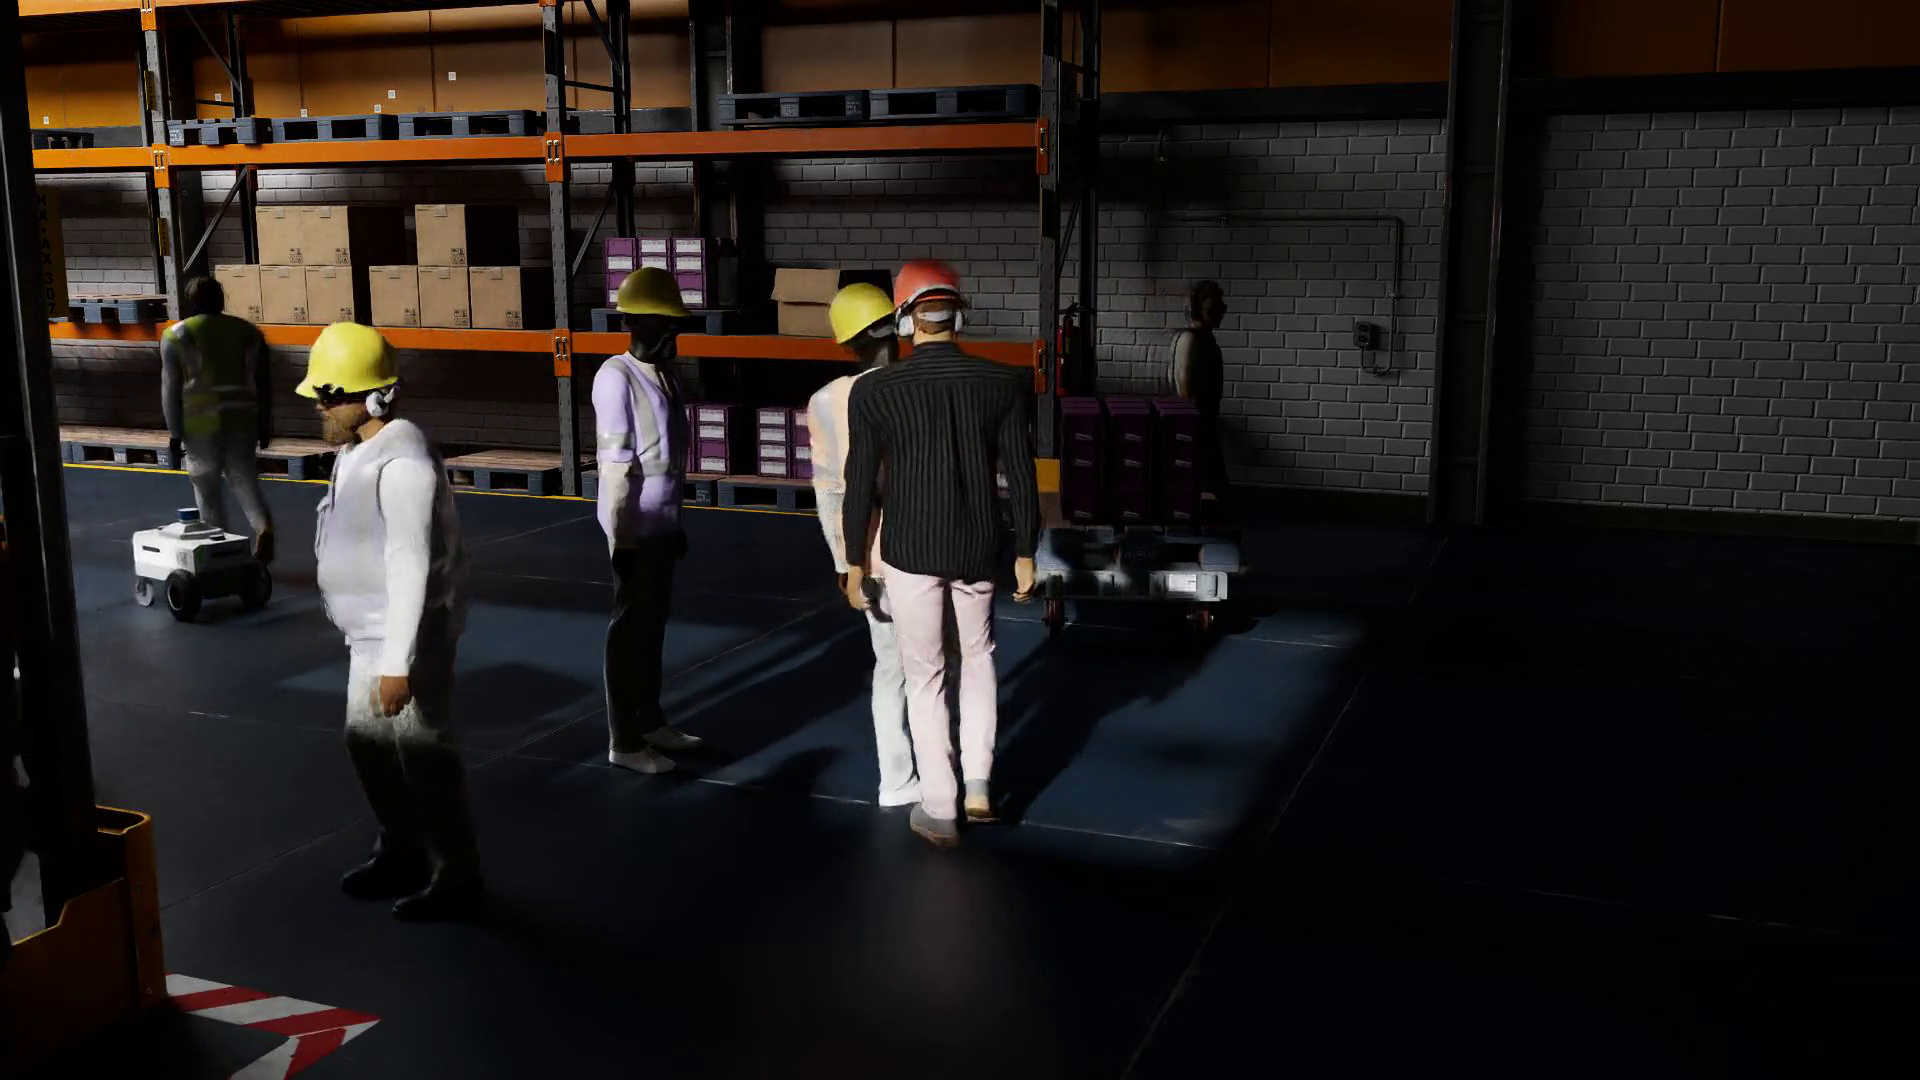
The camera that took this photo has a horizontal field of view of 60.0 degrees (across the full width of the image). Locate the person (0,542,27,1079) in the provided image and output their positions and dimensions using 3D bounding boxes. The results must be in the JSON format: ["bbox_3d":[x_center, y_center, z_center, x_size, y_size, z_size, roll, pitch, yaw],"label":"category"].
[{"bbox_3d":[-1.879,0.563,2.973,0.426,1.877,0.648,-7,12,-35],"label":"person"}]

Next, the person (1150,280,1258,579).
[{"bbox_3d":[1.351,-0.656,9.992,0.834,1.812,0.538,4,11,20],"label":"person"}]

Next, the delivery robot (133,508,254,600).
[{"bbox_3d":[-4.229,0.068,9.161,0.707,0.478,0.477,7,12,35],"label":"delivery robot"}]

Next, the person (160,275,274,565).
[{"bbox_3d":[-4.455,-0.682,10.062,0.640,1.825,0.598,-10,14,-44],"label":"person"}]

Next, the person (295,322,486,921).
[{"bbox_3d":[-1.673,0.264,4.898,0.502,1.791,0.628,-7,12,-33],"label":"person"}]

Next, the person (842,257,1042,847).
[{"bbox_3d":[-0.065,0.043,5.596,0.644,1.967,0.443,-3,10,-14],"label":"person"}]

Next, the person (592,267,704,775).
[{"bbox_3d":[-1.190,-0.079,6.414,0.388,1.926,0.590,2,10,12],"label":"person"}]

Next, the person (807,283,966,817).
[{"bbox_3d":[-0.208,0.058,5.809,0.639,1.881,0.450,5,11,25],"label":"person"}]

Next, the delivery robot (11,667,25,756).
[{"bbox_3d":[-3.630,0.639,5.979,0.477,0.478,0.707,0,10,-1],"label":"delivery robot"}]
